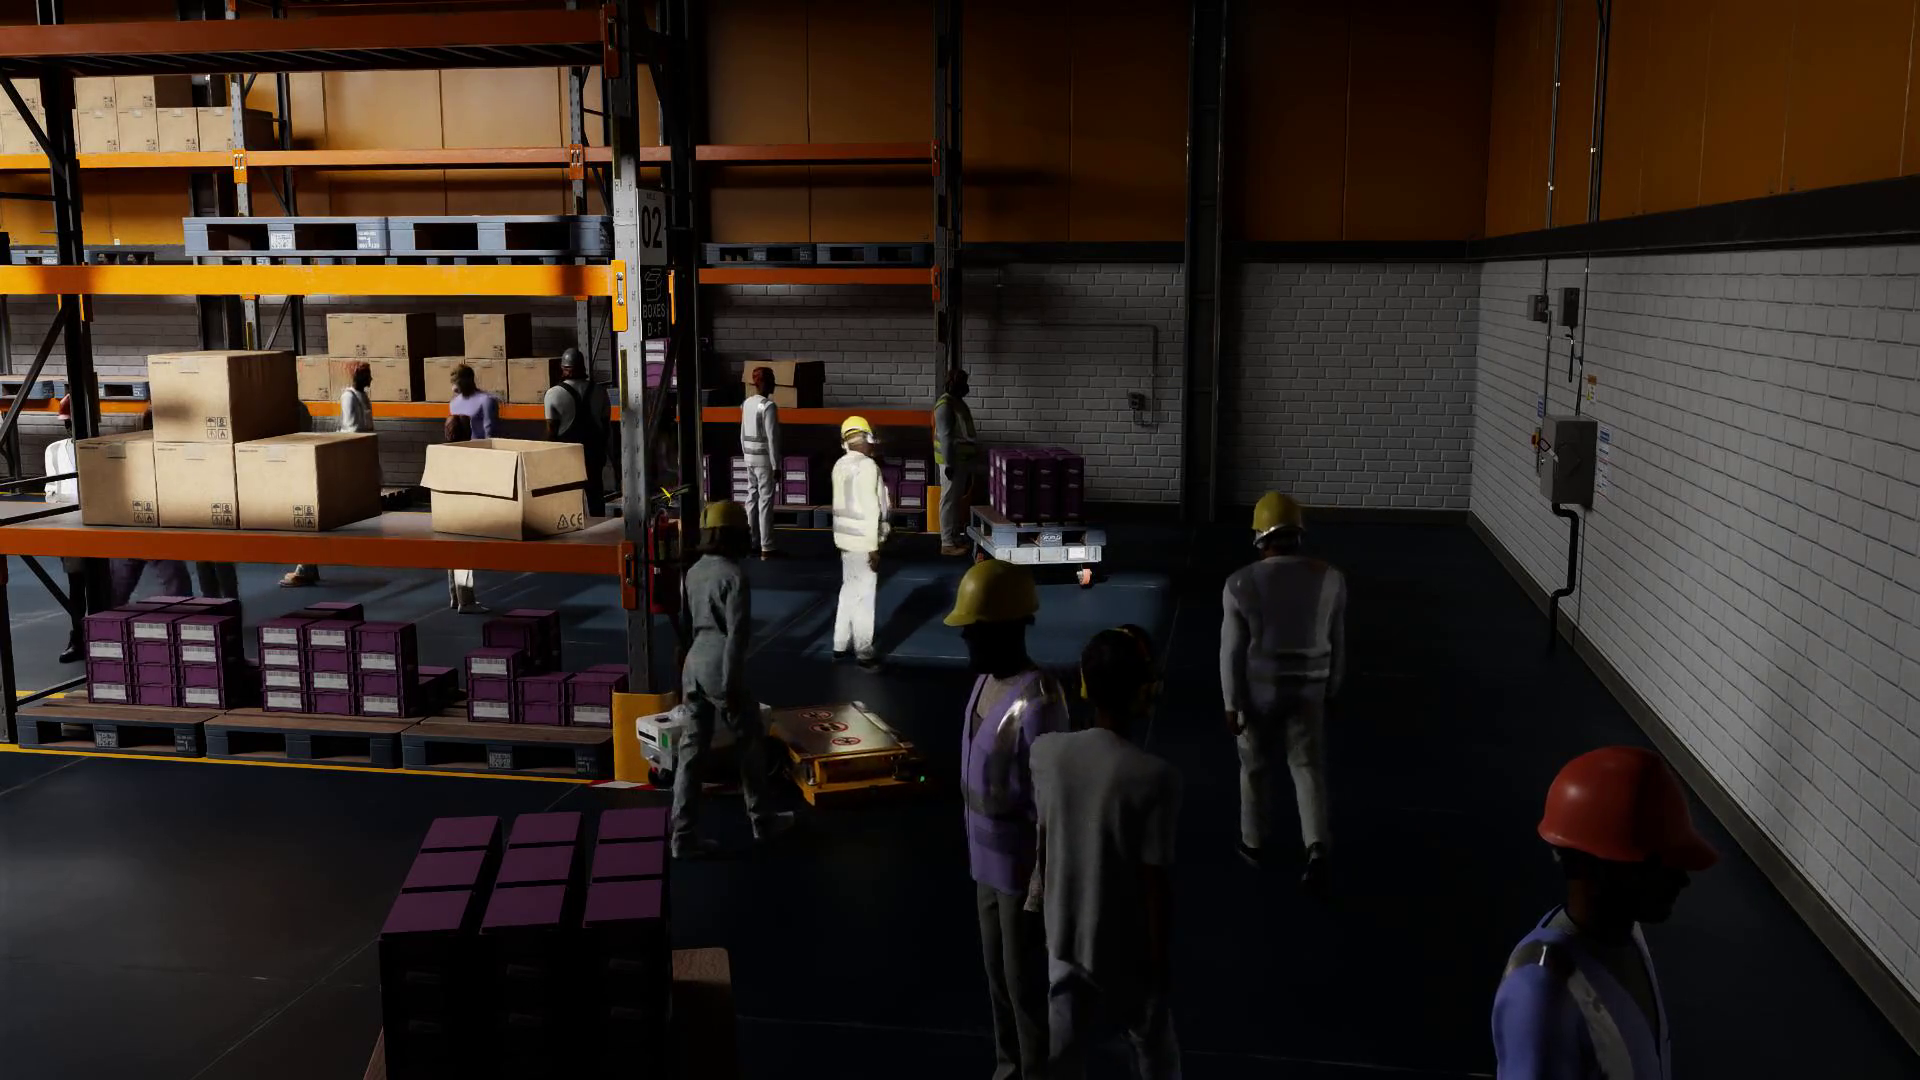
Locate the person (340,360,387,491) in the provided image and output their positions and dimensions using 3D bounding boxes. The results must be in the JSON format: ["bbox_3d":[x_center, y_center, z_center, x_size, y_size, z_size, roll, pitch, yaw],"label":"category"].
[{"bbox_3d":[-6.350,-0.963,17.610,0.445,1.866,0.581,1,9,3],"label":"person"}]

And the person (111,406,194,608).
[{"bbox_3d":[-5.825,-0.036,11.936,0.668,1.855,0.779,7,12,37],"label":"person"}]

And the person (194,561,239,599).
[{"bbox_3d":[-5.806,-0.218,12.806,0.649,1.919,0.447,0,9,2],"label":"person"}]

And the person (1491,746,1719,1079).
[{"bbox_3d":[1.188,1.330,3.153,0.358,1.938,0.541,6,11,33],"label":"person"}]

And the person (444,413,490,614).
[{"bbox_3d":[-4.084,-0.216,13.654,0.307,1.645,0.512,-5,10,-28],"label":"person"}]

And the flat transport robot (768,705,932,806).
[{"bbox_3d":[-0.700,1.164,9.335,0.652,0.197,1.431,-3,10,-20],"label":"flat transport robot"}]

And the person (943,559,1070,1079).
[{"bbox_3d":[0.141,1.007,5.195,0.386,1.922,0.594,-3,10,-18],"label":"person"}]

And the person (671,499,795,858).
[{"bbox_3d":[-1.129,0.651,8.085,0.504,1.689,0.807,8,12,40],"label":"person"}]

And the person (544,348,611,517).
[{"bbox_3d":[-3.895,-0.924,16.818,0.679,2.000,0.537,-6,11,-34],"label":"person"}]

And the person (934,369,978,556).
[{"bbox_3d":[-0.036,-0.775,16.508,0.429,1.845,0.621,2,9,13],"label":"person"}]

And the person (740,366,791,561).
[{"bbox_3d":[-1.918,-0.744,16.190,0.362,1.882,0.576,-7,11,-36],"label":"person"}]

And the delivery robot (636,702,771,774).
[{"bbox_3d":[-1.385,1.030,9.002,0.707,0.478,0.477,-7,12,-39],"label":"delivery robot"}]

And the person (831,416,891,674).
[{"bbox_3d":[-0.689,0.035,11.690,0.406,1.784,0.664,-4,10,-22],"label":"person"}]

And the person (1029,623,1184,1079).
[{"bbox_3d":[0.458,1.133,4.714,0.515,1.838,0.877,6,11,33],"label":"person"}]

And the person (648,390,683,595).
[{"bbox_3d":[-2.516,-0.384,14.205,0.832,1.802,0.639,2,9,14],"label":"person"}]

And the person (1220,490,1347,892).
[{"bbox_3d":[1.472,0.680,7.571,0.593,1.812,0.765,0,9,-2],"label":"person"}]

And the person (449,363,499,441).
[{"bbox_3d":[-4.715,-0.795,16.430,0.646,1.911,0.790,5,10,27],"label":"person"}]

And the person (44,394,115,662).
[{"bbox_3d":[-6.273,-0.088,11.953,0.542,1.938,0.358,-2,9,-9],"label":"person"}]

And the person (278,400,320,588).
[{"bbox_3d":[-5.923,-0.546,14.791,0.352,1.937,0.635,-1,9,-9],"label":"person"}]
